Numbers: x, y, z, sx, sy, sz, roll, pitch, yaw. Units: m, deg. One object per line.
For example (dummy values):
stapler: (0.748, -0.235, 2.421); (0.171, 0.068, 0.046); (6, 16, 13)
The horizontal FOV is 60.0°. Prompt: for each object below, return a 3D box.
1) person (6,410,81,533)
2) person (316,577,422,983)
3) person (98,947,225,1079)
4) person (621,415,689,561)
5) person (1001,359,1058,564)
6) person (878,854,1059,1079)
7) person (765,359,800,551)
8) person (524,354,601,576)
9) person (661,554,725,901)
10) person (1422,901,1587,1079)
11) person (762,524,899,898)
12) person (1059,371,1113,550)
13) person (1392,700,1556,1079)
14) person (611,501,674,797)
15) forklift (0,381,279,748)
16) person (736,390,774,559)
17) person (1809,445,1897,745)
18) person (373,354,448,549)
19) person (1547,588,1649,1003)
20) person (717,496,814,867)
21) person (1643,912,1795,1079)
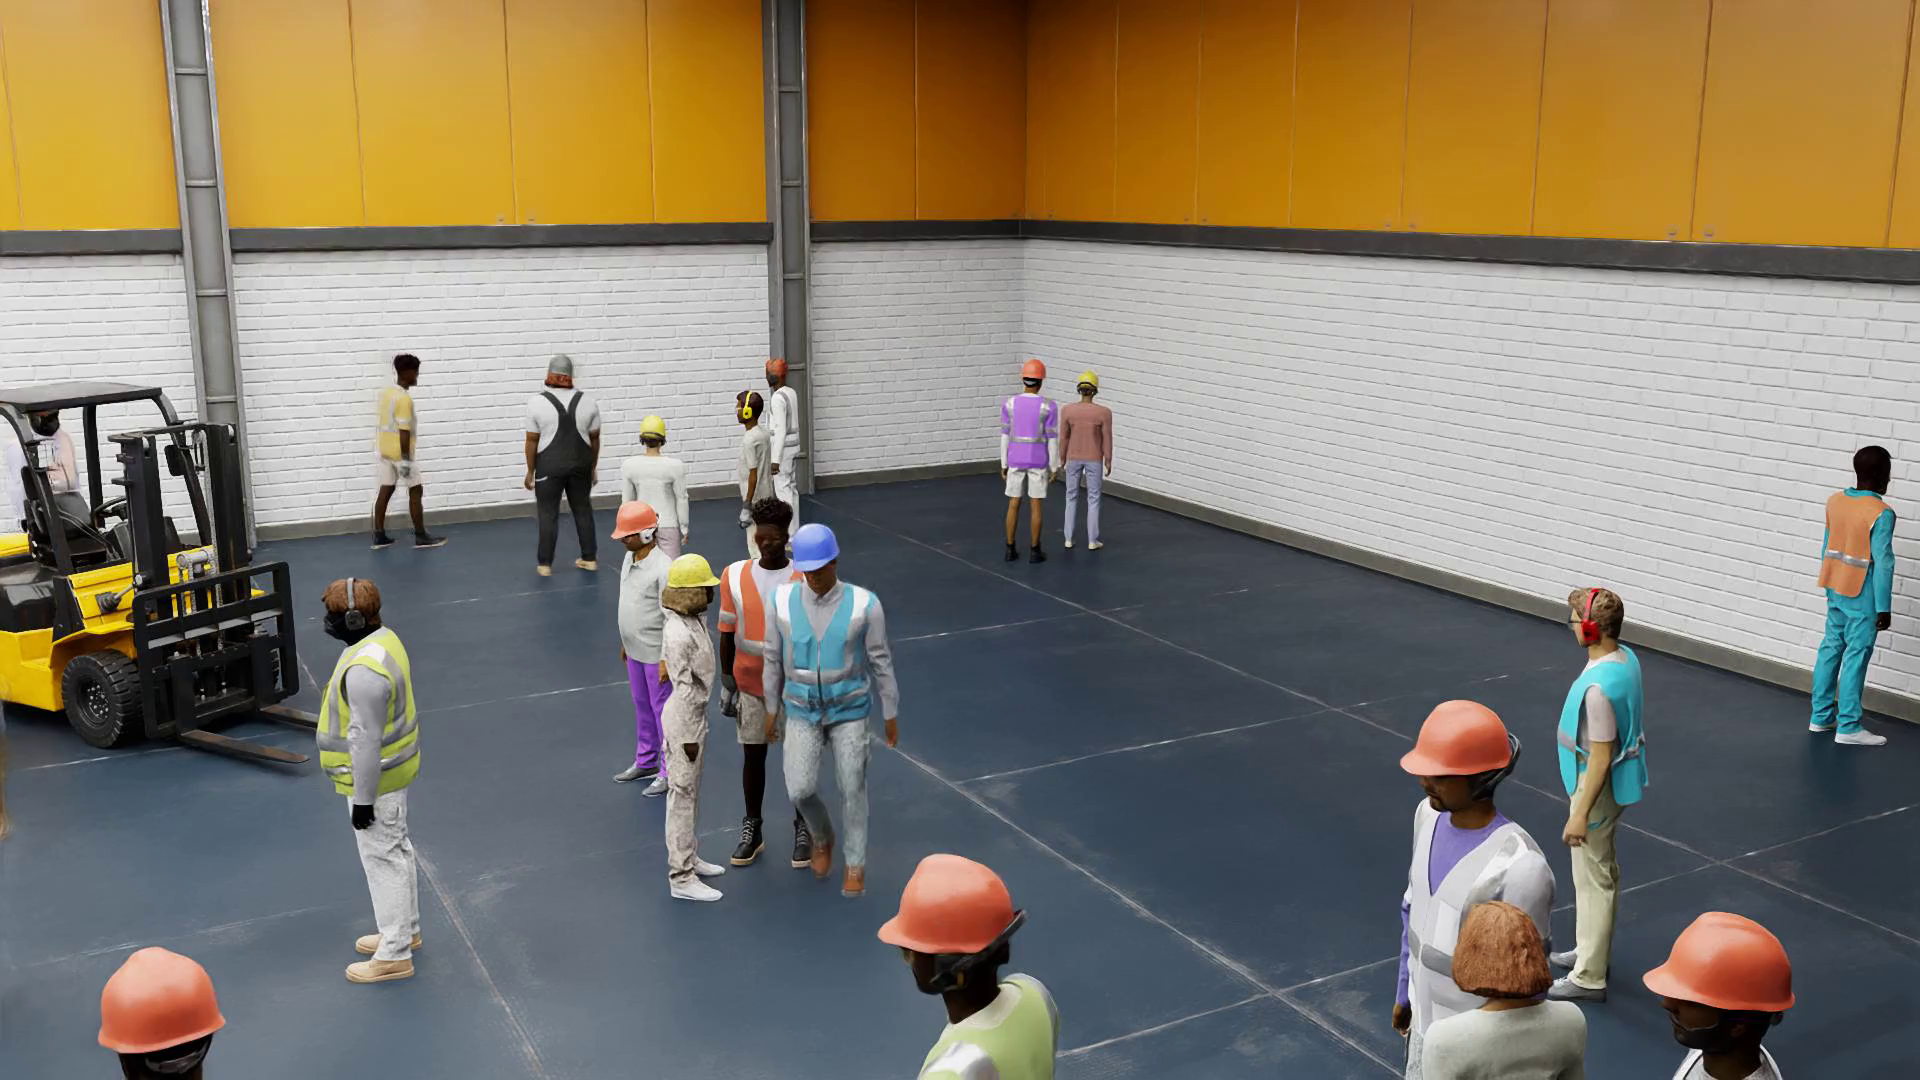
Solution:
person: (-7.577, -0.273, 13.770); (0.605, 1.824, 0.635); (4, 13, 18)
person: (-2.648, 1.064, 7.479); (0.431, 1.836, 0.619); (-3, 12, -15)
person: (-1.688, 1.825, 3.677); (0.383, 1.931, 0.542); (10, 16, 40)
person: (-2.384, -0.101, 13.090); (0.530, 1.766, 0.318); (1, 12, 3)
person: (0.653, -0.738, 15.683); (0.551, 1.935, 0.384); (3, 13, 16)
person: (0.016, 1.714, 3.953); (0.413, 2.035, 0.608); (5, 13, 23)
person: (-1.737, -0.835, 16.245); (0.337, 1.881, 0.584); (2, 12, 7)
person: (-3.662, -0.707, 15.274); (0.694, 2.000, 0.536); (-7, 14, -29)
person: (-1.336, 0.922, 8.340); (0.307, 1.745, 0.484); (0, 12, -2)
person: (1.469, 1.783, 4.591); (0.502, 1.628, 0.288); (-3, 13, -16)
person: (-0.640, 0.851, 8.236); (0.707, 1.922, 0.448); (1, 12, 4)
person: (1.233, -0.773, 16.267); (0.531, 1.755, 0.343); (3, 12, 15)
person: (1.501, 1.468, 5.081); (0.395, 2.038, 0.615); (-4, 13, -17)
person: (-1.844, 0.625, 9.733); (0.339, 1.742, 0.563); (-10, 15, -38)
forklift: (-5.853, 0.085, 11.199); (2.313, 2.155, 1.214); (7, 14, 28)
person: (-1.722, -0.309, 13.814); (0.329, 1.872, 0.510); (2, 12, 7)
person: (5.715, 0.345, 10.626); (0.392, 1.922, 0.593); (-2, 12, -8)
person: (-5.486, -0.858, 16.303); (0.677, 1.929, 0.627); (-10, 15, -38)
person: (2.772, 1.111, 7.233); (0.390, 1.838, 0.563); (7, 14, 28)
person: (-0.966, 0.739, 8.670); (0.607, 1.967, 0.367); (1, 12, 6)
person: (1.712, 1.779, 3.862); (0.360, 1.939, 0.543); (2, 12, 8)
